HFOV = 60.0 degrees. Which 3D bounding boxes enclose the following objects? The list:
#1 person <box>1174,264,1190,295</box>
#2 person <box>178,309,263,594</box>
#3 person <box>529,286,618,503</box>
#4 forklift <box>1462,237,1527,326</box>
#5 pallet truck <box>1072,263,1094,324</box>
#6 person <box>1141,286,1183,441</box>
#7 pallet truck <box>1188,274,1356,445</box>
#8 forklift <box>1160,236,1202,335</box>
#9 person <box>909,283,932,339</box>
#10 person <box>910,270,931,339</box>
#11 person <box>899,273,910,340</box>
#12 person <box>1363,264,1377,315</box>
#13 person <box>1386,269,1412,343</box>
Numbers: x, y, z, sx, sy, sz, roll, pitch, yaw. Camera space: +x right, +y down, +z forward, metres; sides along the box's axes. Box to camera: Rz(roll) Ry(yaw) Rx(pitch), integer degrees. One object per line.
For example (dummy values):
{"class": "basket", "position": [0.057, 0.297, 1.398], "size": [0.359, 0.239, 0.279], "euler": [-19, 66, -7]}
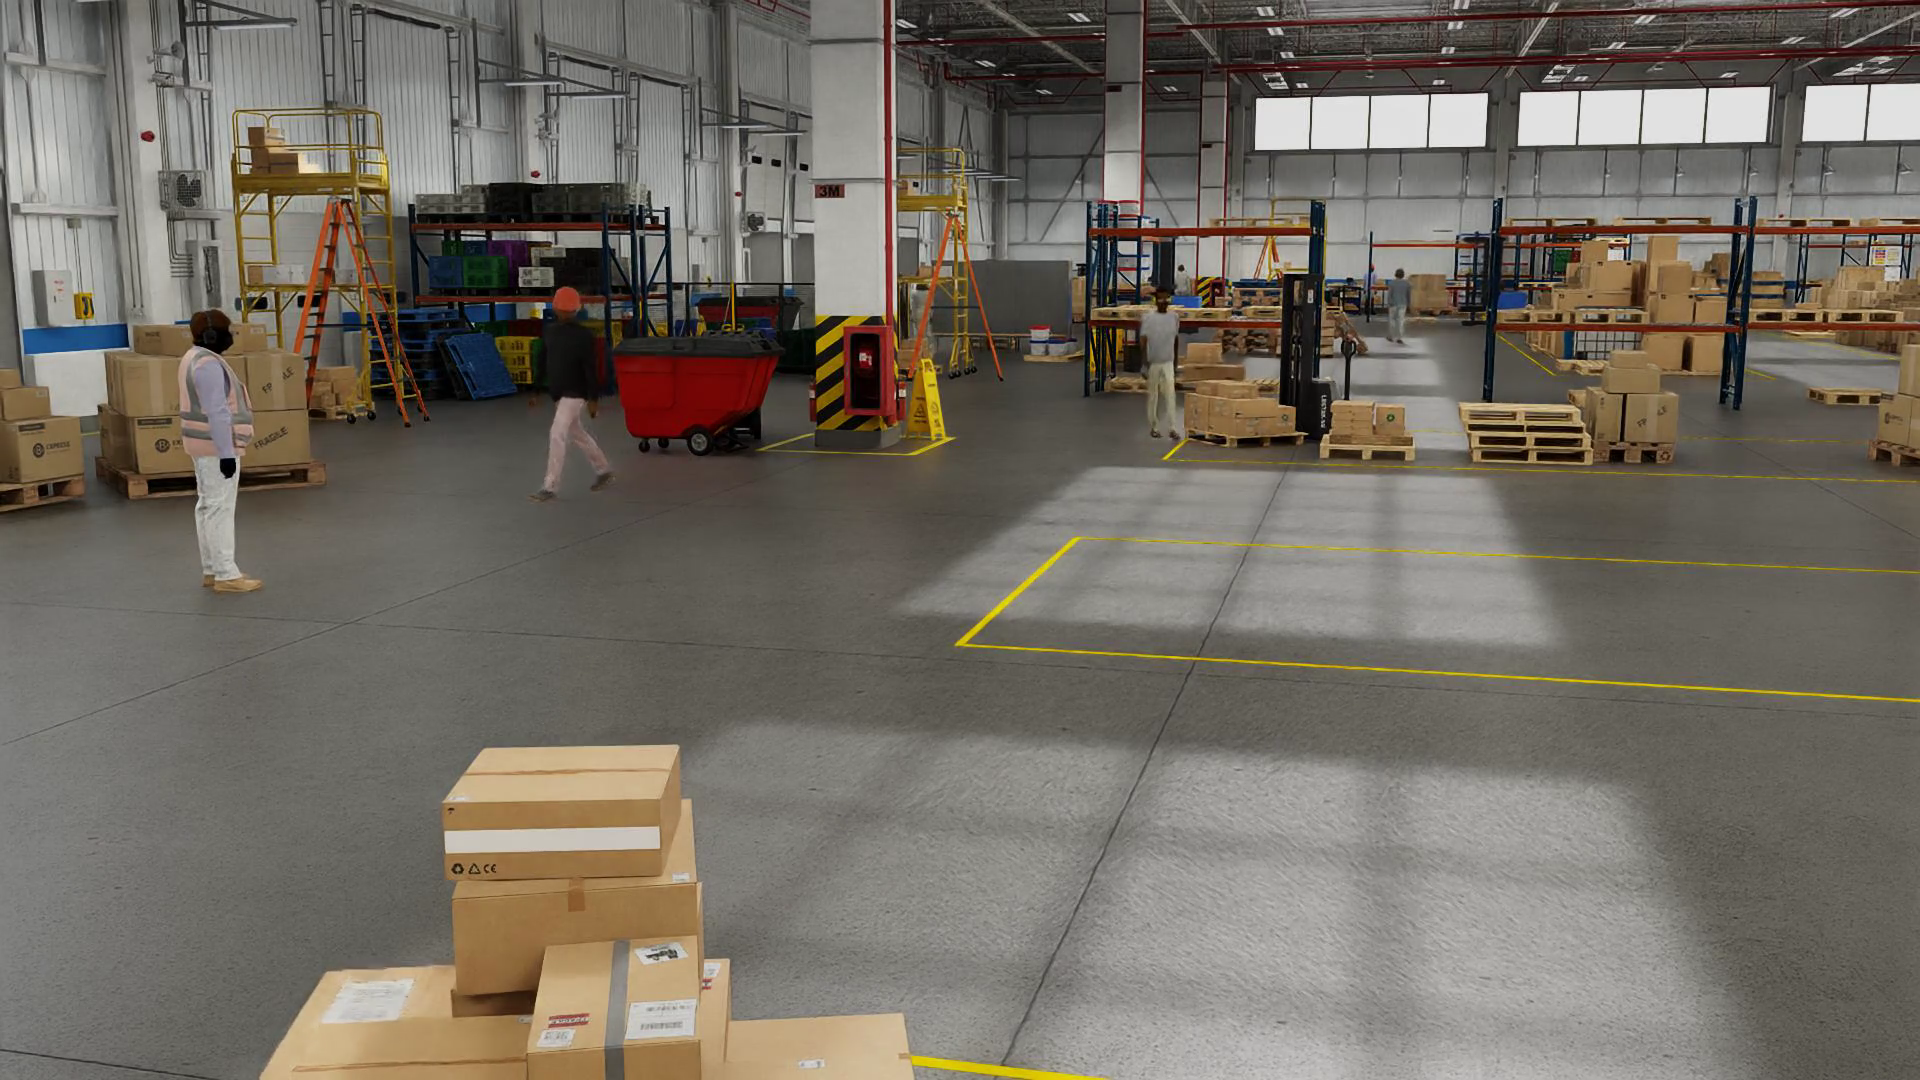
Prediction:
{"class": "person", "position": [7.789, -8.736, 58.613], "size": [0.630, 1.940, 0.373], "euler": [2, 10, 14]}
{"class": "person", "position": [-4.833, -0.577, 10.854], "size": [0.429, 1.845, 0.621], "euler": [-7, 12, -34]}
{"class": "person", "position": [-3.519, -1.341, 15.106], "size": [0.639, 1.939, 1.044], "euler": [8, 12, 39]}
{"class": "forklift", "position": [16.897, -8.150, 52.391], "size": [1.873, 2.768, 1.129], "euler": [2, 10, 14]}
{"class": "pallet truck", "position": [4.325, -8.180, 55.162], "size": [0.823, 1.965, 1.885], "euler": [6, 11, 31]}
{"class": "person", "position": [2.398, -2.074, 19.696], "size": [0.539, 1.824, 0.937], "euler": [-2, 10, -10]}
{"class": "pallet truck", "position": [3.653, -2.138, 19.590], "size": [1.885, 1.965, 0.823], "euler": [-4, 10, -20]}
{"class": "forklift", "position": [5.866, -7.214, 46.878], "size": [1.873, 2.768, 1.129], "euler": [2, 10, 14]}
{"class": "person", "position": [-0.889, -5.036, 37.442], "size": [0.492, 1.732, 0.420], "euler": [-5, 11, -25]}
{"class": "person", "position": [-0.969, -5.708, 40.948], "size": [0.574, 1.882, 0.356], "euler": [3, 10, 19]}
{"class": "person", "position": [-1.404, -5.249, 38.400], "size": [0.509, 1.829, 0.473], "euler": [-1, 10, -4]}
{"class": "person", "position": [15.670, -9.567, 63.501], "size": [0.547, 1.938, 0.377], "euler": [7, 12, 37]}
{"class": "person", "position": [11.207, -5.983, 42.556], "size": [0.649, 1.881, 1.022], "euler": [0, 10, -1]}
